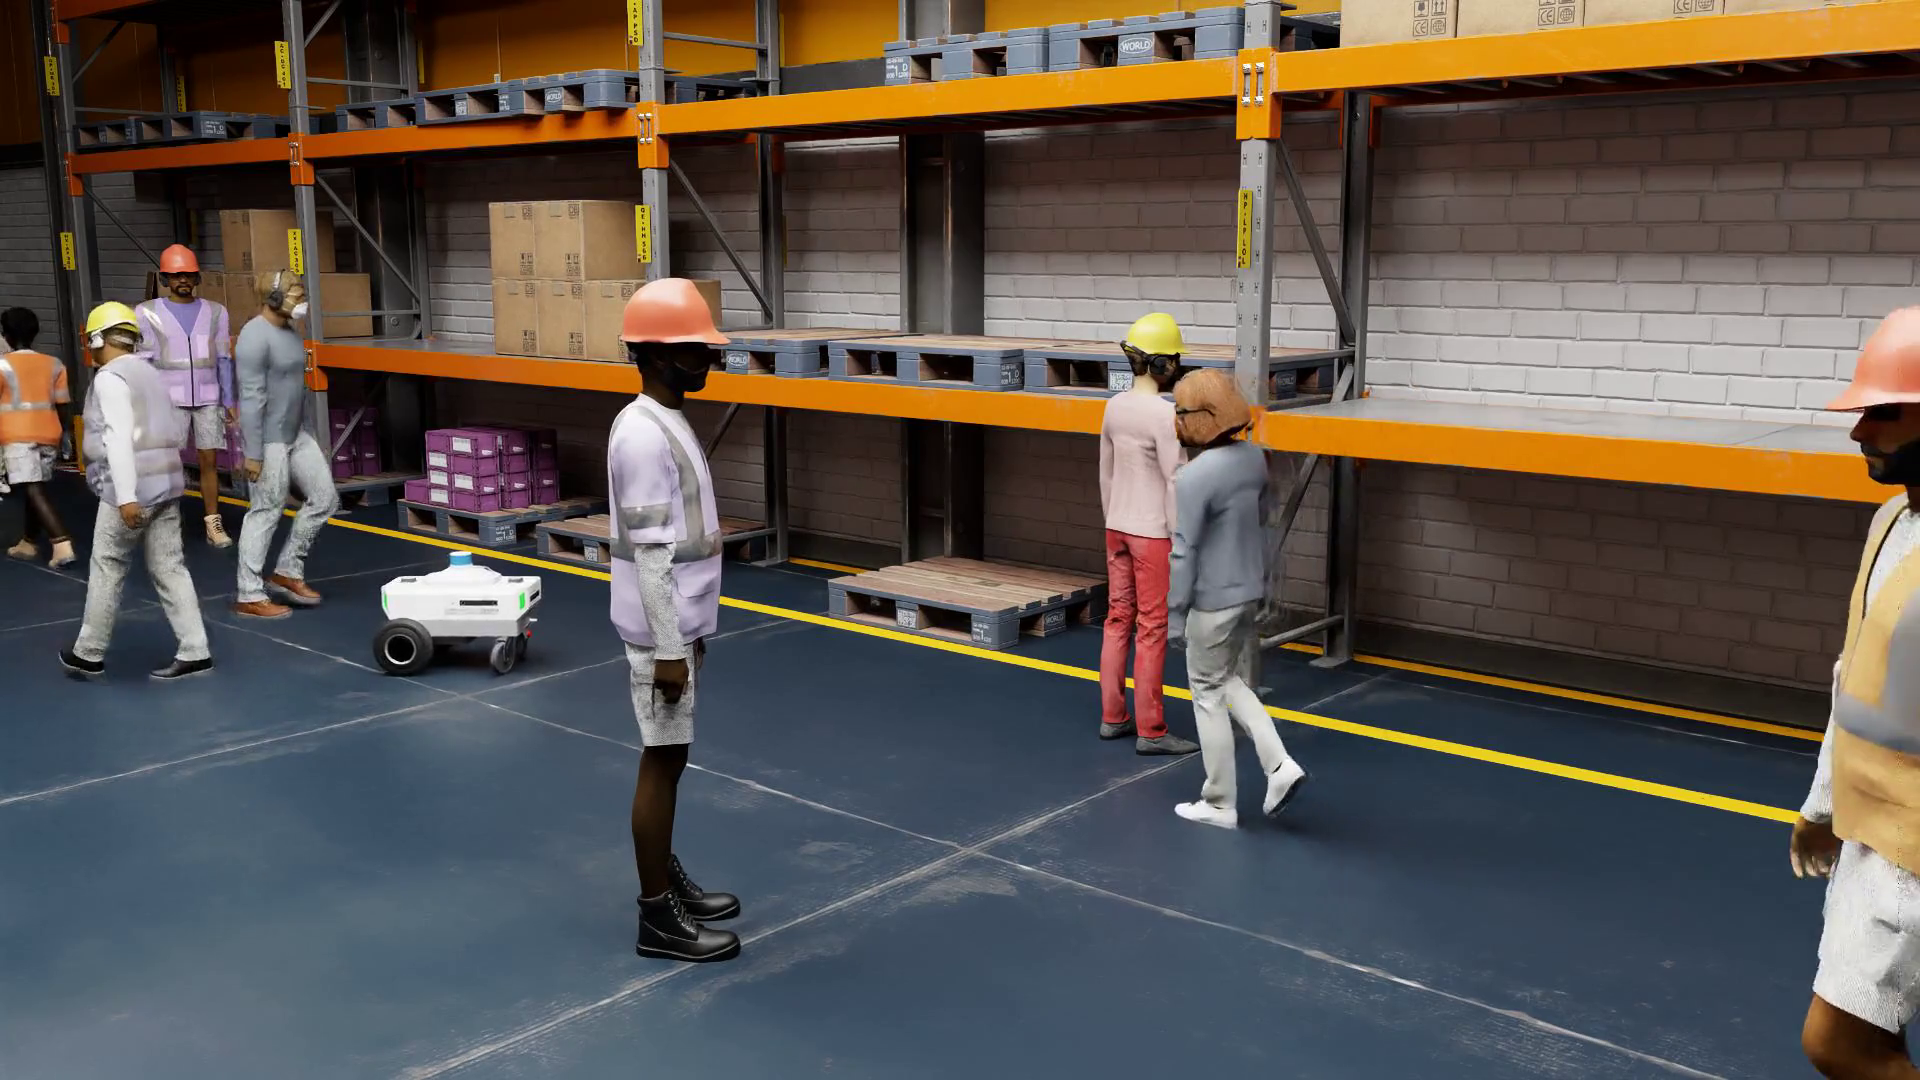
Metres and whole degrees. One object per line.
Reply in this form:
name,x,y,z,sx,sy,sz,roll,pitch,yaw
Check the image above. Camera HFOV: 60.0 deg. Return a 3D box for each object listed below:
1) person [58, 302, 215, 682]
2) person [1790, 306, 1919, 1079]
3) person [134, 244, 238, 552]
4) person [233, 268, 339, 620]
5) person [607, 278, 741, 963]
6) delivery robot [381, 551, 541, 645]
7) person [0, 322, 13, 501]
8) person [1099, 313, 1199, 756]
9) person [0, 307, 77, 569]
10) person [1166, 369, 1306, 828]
person,-3.919,-0.214,7.781,0.771,1.772,0.651,0,10,2
person,1.764,0.533,3.085,0.426,1.920,0.556,3,10,14
person,-5.153,-0.940,11.122,0.605,2.045,0.377,-8,13,-38
person,-3.742,-0.523,9.123,0.536,1.909,0.651,0,10,0
person,-0.816,0.229,4.772,0.354,1.939,0.545,-1,10,-6
delivery robot,-2.402,0.298,8.045,0.707,0.478,0.477,0,10,0
person,-7.765,-1.109,13.299,0.356,1.623,0.506,6,12,32
person,0.760,-0.021,6.683,0.310,1.768,0.533,-5,11,-28
person,-5.902,-0.627,10.576,0.848,1.612,0.533,5,11,24
person,0.922,0.220,5.704,0.412,1.616,0.531,9,14,43
